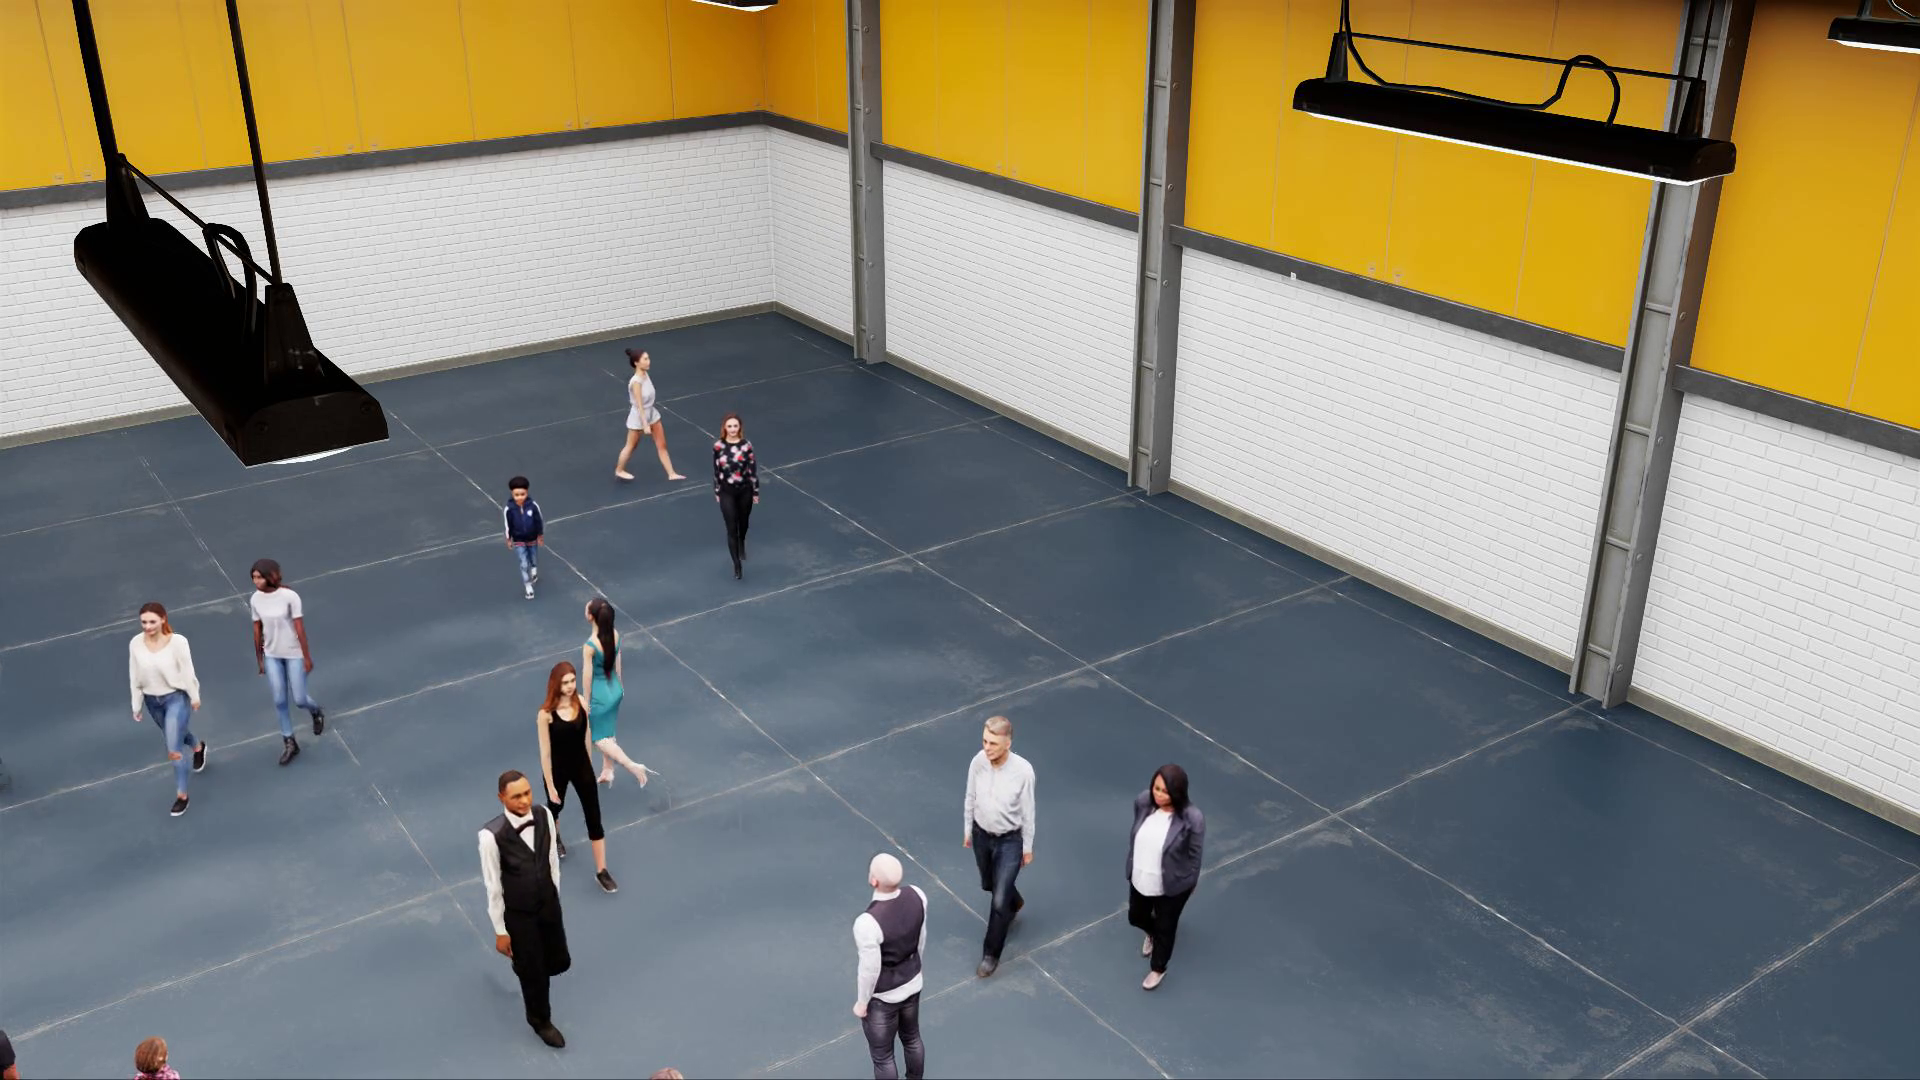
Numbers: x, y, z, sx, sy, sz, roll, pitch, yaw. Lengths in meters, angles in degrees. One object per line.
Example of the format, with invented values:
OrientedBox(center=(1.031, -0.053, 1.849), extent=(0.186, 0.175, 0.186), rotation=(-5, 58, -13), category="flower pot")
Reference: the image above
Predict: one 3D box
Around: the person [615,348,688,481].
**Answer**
OrientedBox(center=(-3.684, -1.381, 18.938), extent=(1.119, 1.562, 1.040), rotation=(5, 24, 11), category="person")

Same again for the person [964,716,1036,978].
OrientedBox(center=(0.286, 1.938, 11.049), extent=(1.055, 1.800, 0.984), rotation=(14, 27, 28), category="person")

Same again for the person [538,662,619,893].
OrientedBox(center=(-2.844, 1.635, 11.886), extent=(0.572, 1.683, 1.141), rotation=(-15, 28, -31), category="person")

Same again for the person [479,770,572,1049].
OrientedBox(center=(-2.709, 2.233, 10.243), extent=(0.919, 1.905, 0.778), rotation=(22, 32, 40), category="person")

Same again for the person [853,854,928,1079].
OrientedBox(center=(-0.399, 2.580, 9.552), extent=(0.688, 1.823, 0.748), rotation=(19, 30, 36), category="person")

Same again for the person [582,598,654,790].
OrientedBox(center=(-2.681, 1.239, 12.808), extent=(0.938, 1.672, 0.776), rotation=(12, 26, 26), category="person")

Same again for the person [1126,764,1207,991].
OrientedBox(center=(1.350, 2.149, 10.832), extent=(0.830, 1.586, 0.870), rotation=(15, 28, 30), category="person")

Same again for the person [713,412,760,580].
OrientedBox(center=(-2.265, -0.503, 16.829), extent=(0.910, 1.643, 1.173), rotation=(-4, 24, -9), category="person")

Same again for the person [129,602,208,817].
OrientedBox(center=(-6.096, 1.227, 12.855), extent=(1.024, 1.656, 1.182), rotation=(0, 24, 0), category="person")

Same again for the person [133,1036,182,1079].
OrientedBox(center=(-4.409, 3.194, 9.162), extent=(0.565, 1.010, 0.740), rotation=(-5, 24, -12), category="person")

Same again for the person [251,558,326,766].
OrientedBox(center=(-5.435, 0.935, 13.456), extent=(0.879, 1.709, 0.947), rotation=(1, 24, 2), category="person")

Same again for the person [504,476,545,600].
OrientedBox(center=(-4.277, -0.059, 16.355), extent=(0.663, 1.209, 0.833), rotation=(-7, 24, -15), category="person")
